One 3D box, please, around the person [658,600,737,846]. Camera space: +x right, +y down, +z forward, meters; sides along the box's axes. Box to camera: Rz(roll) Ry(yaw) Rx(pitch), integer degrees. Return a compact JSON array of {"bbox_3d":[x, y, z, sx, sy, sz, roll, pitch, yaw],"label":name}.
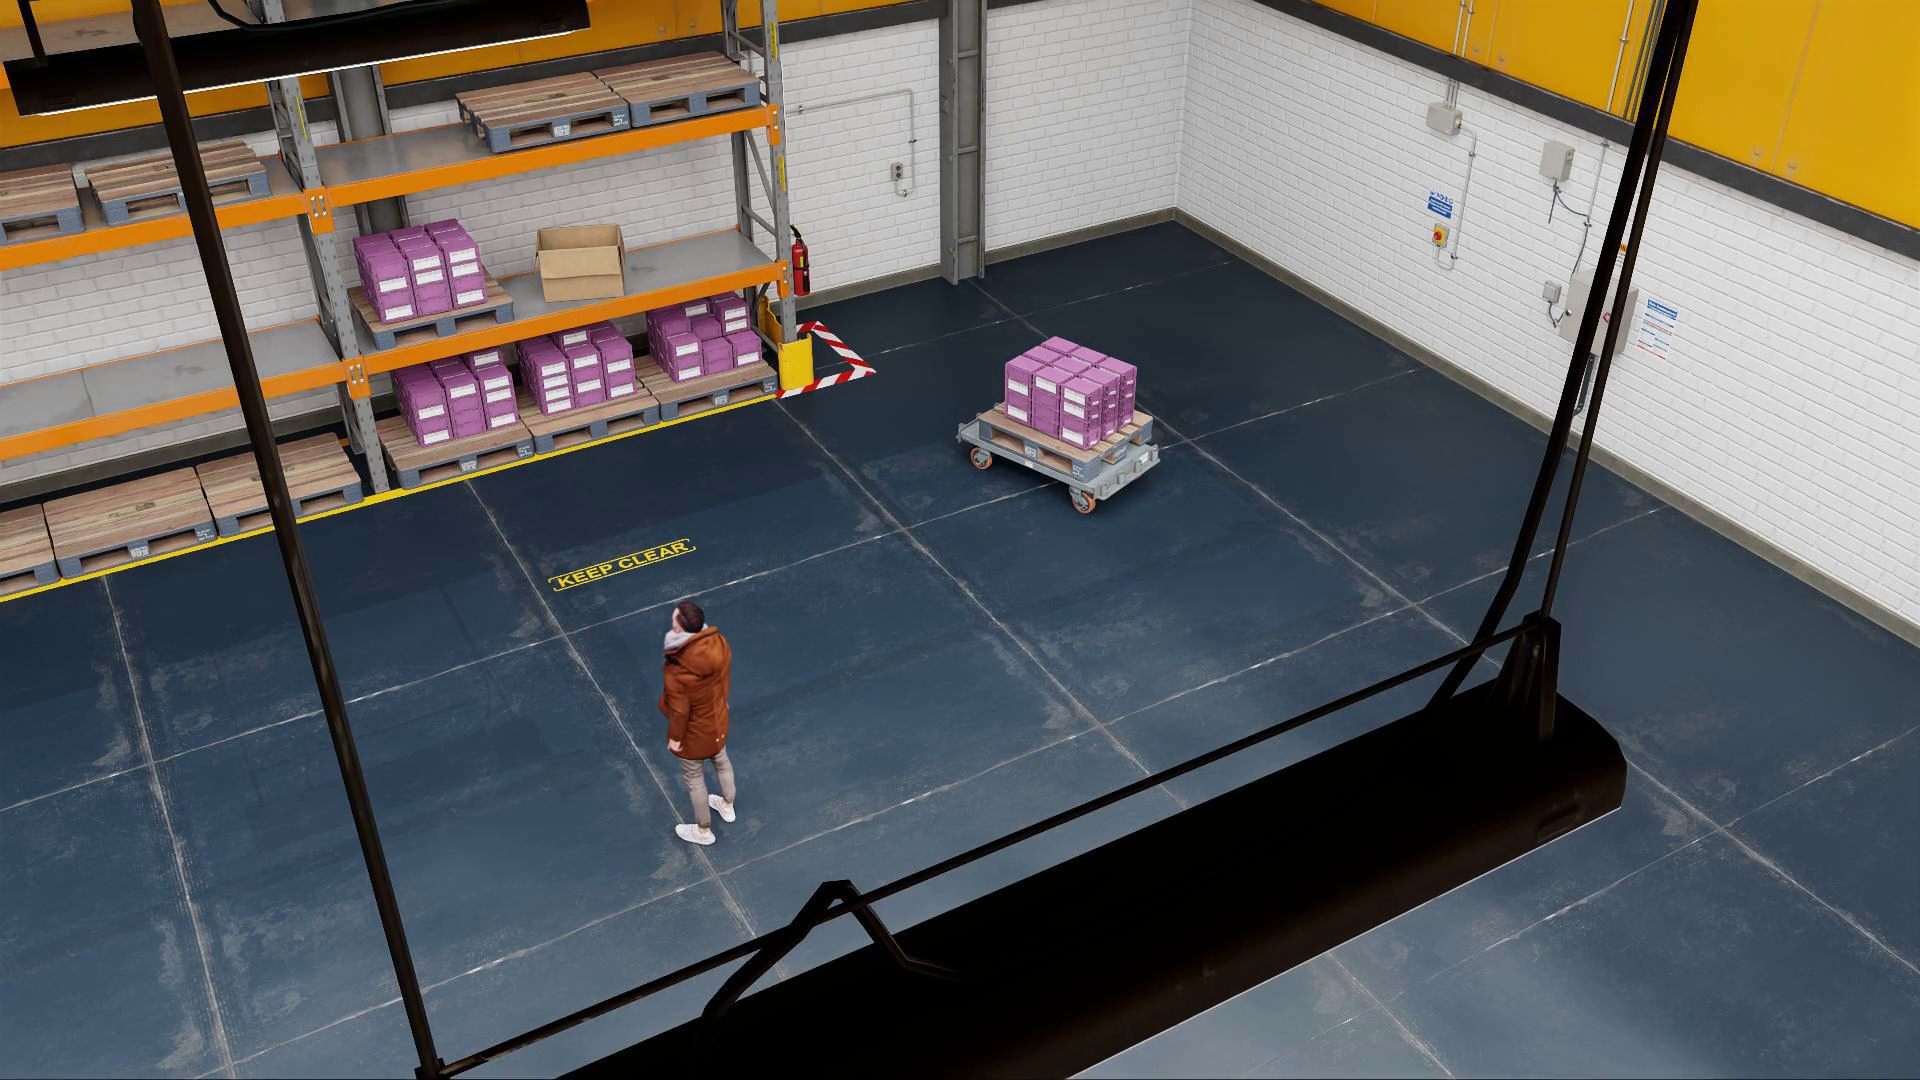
[{"bbox_3d":[-1.661,1.157,10.635,0.900,1.838,0.810,19,38,27],"label":"person"}]
